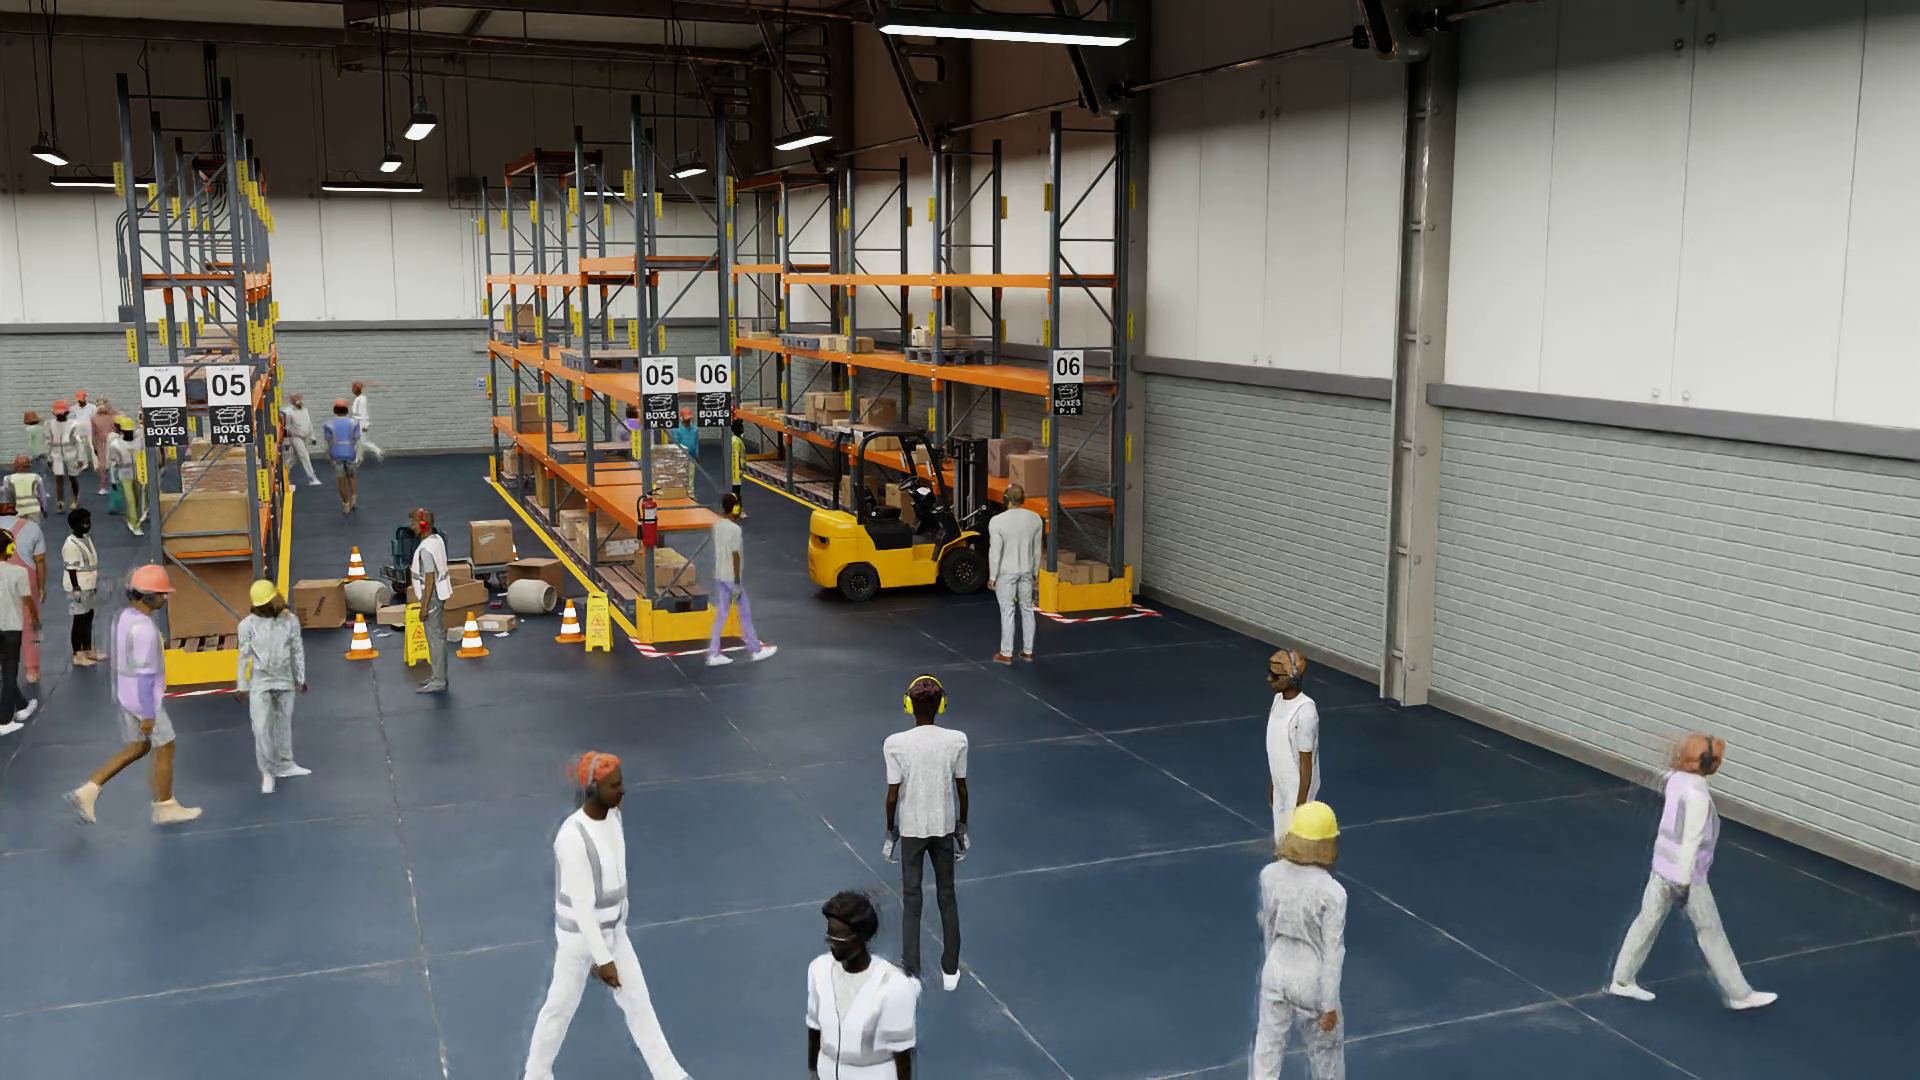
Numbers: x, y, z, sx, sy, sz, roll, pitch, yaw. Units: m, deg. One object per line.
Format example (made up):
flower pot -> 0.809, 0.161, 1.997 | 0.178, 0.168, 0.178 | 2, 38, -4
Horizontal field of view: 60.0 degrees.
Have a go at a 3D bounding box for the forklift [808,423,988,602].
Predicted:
forklift -> -0.830, -0.399, 21.676 | 2.313, 2.155, 1.214 | -4, 10, -21

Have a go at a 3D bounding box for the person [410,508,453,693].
person -> -5.245, 0.596, 16.514 | 0.390, 1.844, 0.563 | -2, 9, -9

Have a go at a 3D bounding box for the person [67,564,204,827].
person -> -6.151, 1.185, 12.311 | 0.839, 2.006, 0.671 | -7, 11, -38

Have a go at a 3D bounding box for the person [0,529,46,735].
person -> -8.658, 0.806, 15.226 | 0.533, 1.833, 0.859 | 0, 9, 0

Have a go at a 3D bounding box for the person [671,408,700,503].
person -> -4.953, -1.527, 30.156 | 0.329, 1.752, 0.563 | 8, 12, 43

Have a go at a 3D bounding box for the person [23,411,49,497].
person -> -17.247, -1.580, 30.918 | 0.536, 1.613, 0.537 | 1, 9, 3

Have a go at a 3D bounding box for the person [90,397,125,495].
person -> -16.136, -1.799, 31.617 | 0.662, 1.859, 0.769 | -3, 9, -18

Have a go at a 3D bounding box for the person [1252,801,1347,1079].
person -> 1.656, 2.046, 7.804 | 0.496, 1.705, 0.842 | 9, 13, 44

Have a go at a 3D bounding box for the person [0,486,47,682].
person -> -9.628, 0.448, 16.827 | 0.687, 2.000, 0.536 | -6, 11, -34

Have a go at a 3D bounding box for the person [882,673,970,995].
person -> -0.193, 1.685, 9.575 | 0.513, 1.872, 0.328 | -2, 9, -13

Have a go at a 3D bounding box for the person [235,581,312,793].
person -> -5.533, 1.154, 13.415 | 0.590, 1.700, 0.546 | -8, 12, -42

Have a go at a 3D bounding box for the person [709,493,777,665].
person -> -2.380, 0.407, 17.729 | 0.802, 1.831, 0.555 | -8, 12, -40

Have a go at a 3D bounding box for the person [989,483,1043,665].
person -> 0.578, 0.360, 17.703 | 0.630, 1.940, 0.373 | -4, 10, -26

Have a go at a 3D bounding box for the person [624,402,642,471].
person -> -6.434, -2.000, 32.916 | 0.404, 1.824, 0.591 | -3, 9, -16

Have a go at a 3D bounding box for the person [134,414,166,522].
person -> -13.643, -1.241, 27.993 | 0.518, 1.873, 0.328 | -1, 9, -6

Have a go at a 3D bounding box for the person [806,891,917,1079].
person -> -0.392, 2.223, 6.771 | 0.548, 1.679, 0.418 | 6, 11, 35

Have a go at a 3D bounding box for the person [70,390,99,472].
person -> -18.398, -2.286, 34.982 | 0.575, 1.741, 0.355 | -2, 9, -10

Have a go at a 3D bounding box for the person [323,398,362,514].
person -> -10.744, -1.462, 28.942 | 0.597, 2.012, 0.625 | -5, 10, -29

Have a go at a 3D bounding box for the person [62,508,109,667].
person -> -9.300, 0.501, 17.609 | 0.321, 1.686, 0.539 | -1, 9, -8

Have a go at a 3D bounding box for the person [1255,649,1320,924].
person -> 2.063, 1.575, 10.392 | 0.351, 1.837, 0.502 | -2, 9, -11

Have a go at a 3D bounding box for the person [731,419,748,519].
person -> -3.790, -1.212, 28.353 | 0.318, 1.697, 0.535 | -2, 9, -12

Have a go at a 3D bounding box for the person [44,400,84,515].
person -> -15.628, -1.467, 29.063 | 0.615, 1.996, 1.061 | -3, 9, -16

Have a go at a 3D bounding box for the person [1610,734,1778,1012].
person -> 4.119, 1.862, 9.337 | 0.870, 1.579, 0.530 | 1, 9, 6

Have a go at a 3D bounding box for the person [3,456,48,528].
person -> -13.182, -0.394, 23.477 | 0.542, 1.593, 0.856 | -5, 10, -28

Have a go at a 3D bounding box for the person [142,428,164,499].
person -> -14.968, -1.578, 30.873 | 0.314, 1.633, 0.519 | 2, 9, 14

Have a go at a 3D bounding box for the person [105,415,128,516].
person -> -14.478, -1.282, 28.672 | 0.560, 1.727, 0.559 | 0, 9, 0

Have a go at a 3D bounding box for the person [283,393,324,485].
person -> -13.087, -1.996, 32.808 | 0.996, 1.851, 0.706 | 2, 9, 12

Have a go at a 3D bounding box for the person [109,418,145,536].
person -> -13.301, -1.035, 26.672 | 0.605, 1.889, 0.949 | -9, 12, -43

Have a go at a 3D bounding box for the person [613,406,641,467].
person -> -5.929, -1.516, 30.032 | 0.642, 1.792, 0.975 | -7, 12, -39

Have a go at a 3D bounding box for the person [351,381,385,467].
person -> -12.891, -2.502, 35.950 | 0.691, 1.863, 0.587 | -6, 11, -35

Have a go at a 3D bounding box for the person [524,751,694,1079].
person -> -1.747, 1.939, 8.138 | 1.009, 1.826, 0.589 | 3, 9, 16
